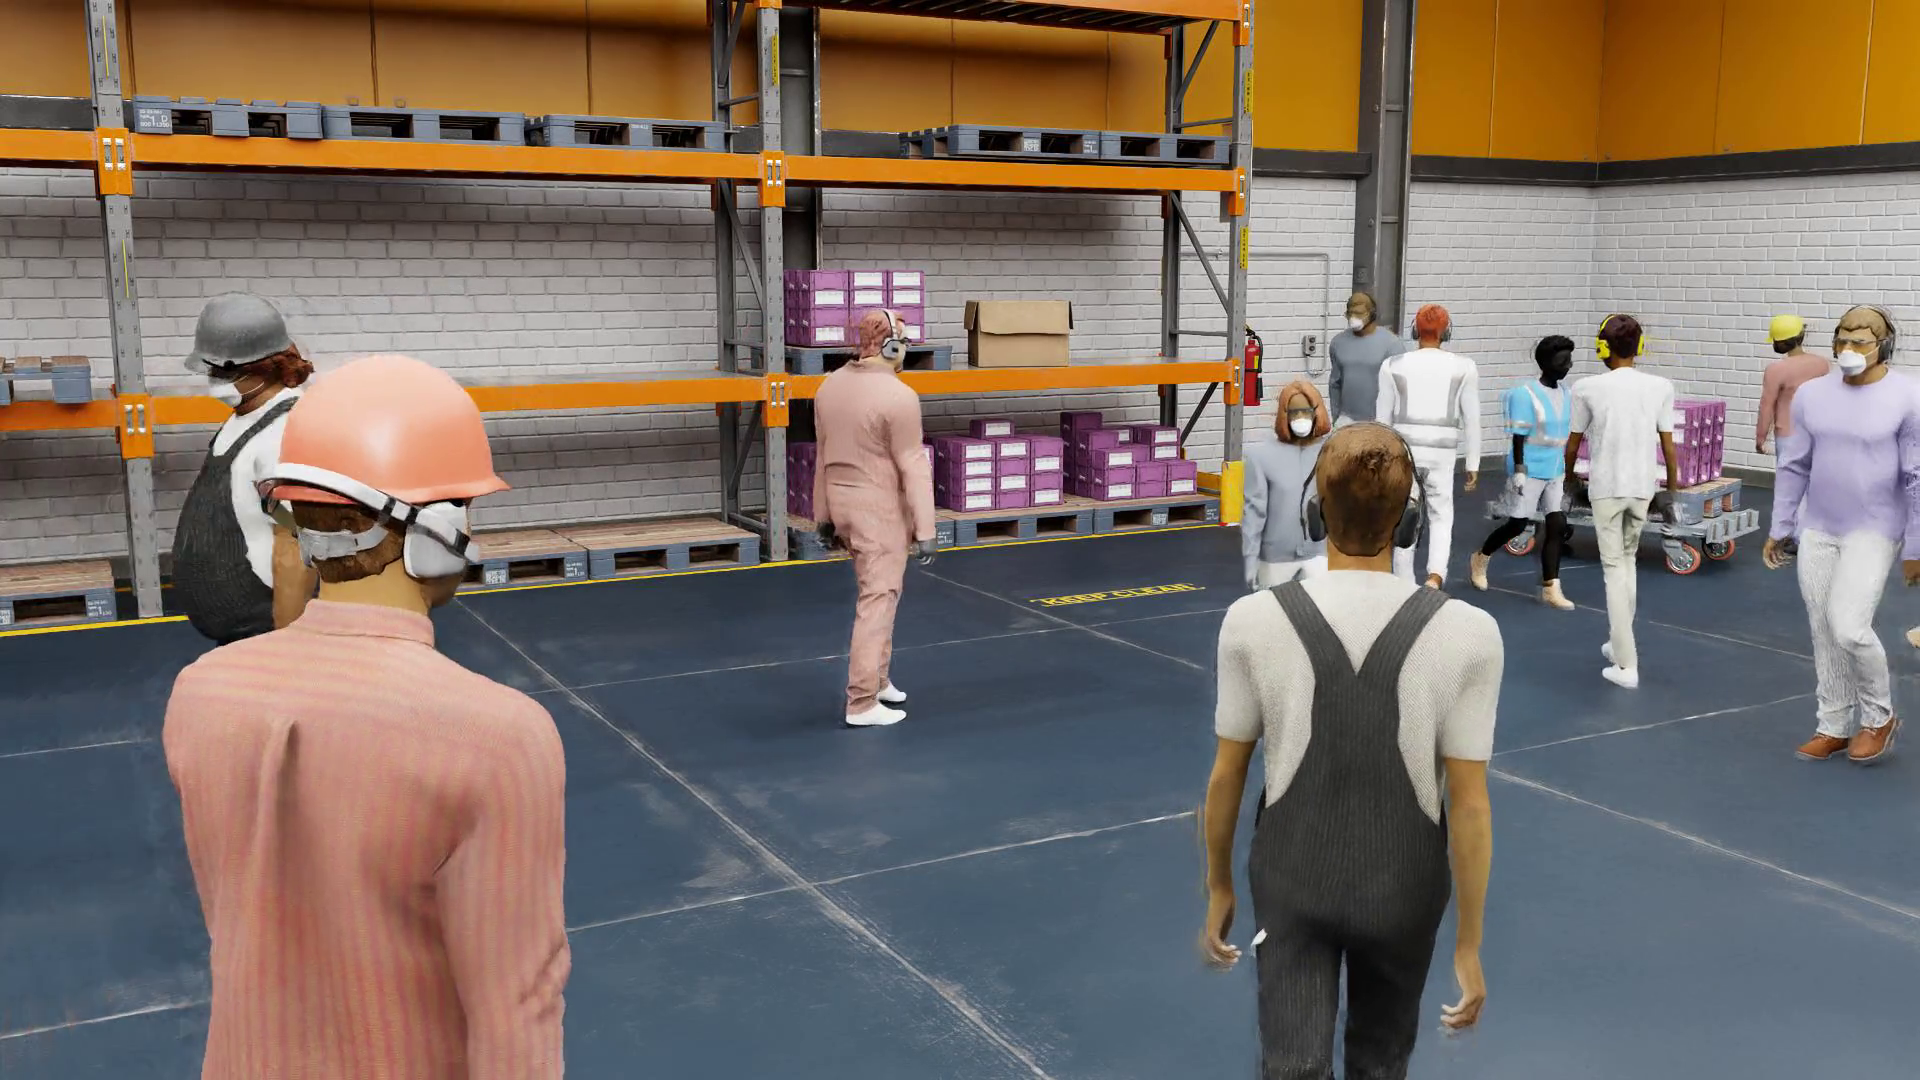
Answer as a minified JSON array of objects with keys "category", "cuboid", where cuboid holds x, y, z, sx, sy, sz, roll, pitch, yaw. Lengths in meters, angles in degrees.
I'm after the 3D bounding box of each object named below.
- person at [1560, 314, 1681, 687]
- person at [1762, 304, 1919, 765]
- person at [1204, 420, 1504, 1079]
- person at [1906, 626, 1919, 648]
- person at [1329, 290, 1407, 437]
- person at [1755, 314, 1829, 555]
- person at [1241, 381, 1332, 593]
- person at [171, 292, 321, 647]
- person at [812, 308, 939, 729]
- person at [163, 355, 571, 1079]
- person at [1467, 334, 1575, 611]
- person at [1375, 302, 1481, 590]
[{"category":"person","cuboid":[3.311,-0.218,8.432,0.522,1.830,0.834,0,9,-2]},{"category":"person","cuboid":[3.666,-0.005,6.881,0.434,1.923,0.631,-4,10,-24]},{"category":"person","cuboid":[0.708,0.679,3.085,0.524,1.804,0.951,2,10,14]},{"category":"person","cuboid":[5.135,-0.150,8.117,0.634,1.812,0.888,-7,12,-37]},{"category":"person","cuboid":[2.859,-0.821,11.909,0.656,1.894,0.907,9,13,42]},{"category":"person","cuboid":[5.990,-0.758,12.015,0.559,1.728,0.562,-2,10,-15]},{"category":"person","cuboid":[1.484,0.092,7.316,0.503,1.575,0.885,1,9,4]},{"category":"person","cuboid":[-2.178,0.198,5.269,0.568,2.000,0.728,-5,11,-29]},{"category":"person","cuboid":[-0.318,-0.099,7.547,0.631,1.884,0.685,-8,12,-39]},{"category":"person","cuboid":[-0.683,0.741,2.219,0.623,1.957,0.884,4,10,21]},{"category":"person","cuboid":[3.506,-0.435,10.230,0.529,1.670,0.726,-4,10,-25]},{"category":"person","cuboid":[2.751,-0.464,9.829,0.619,1.867,0.539,2,10,15]}]
